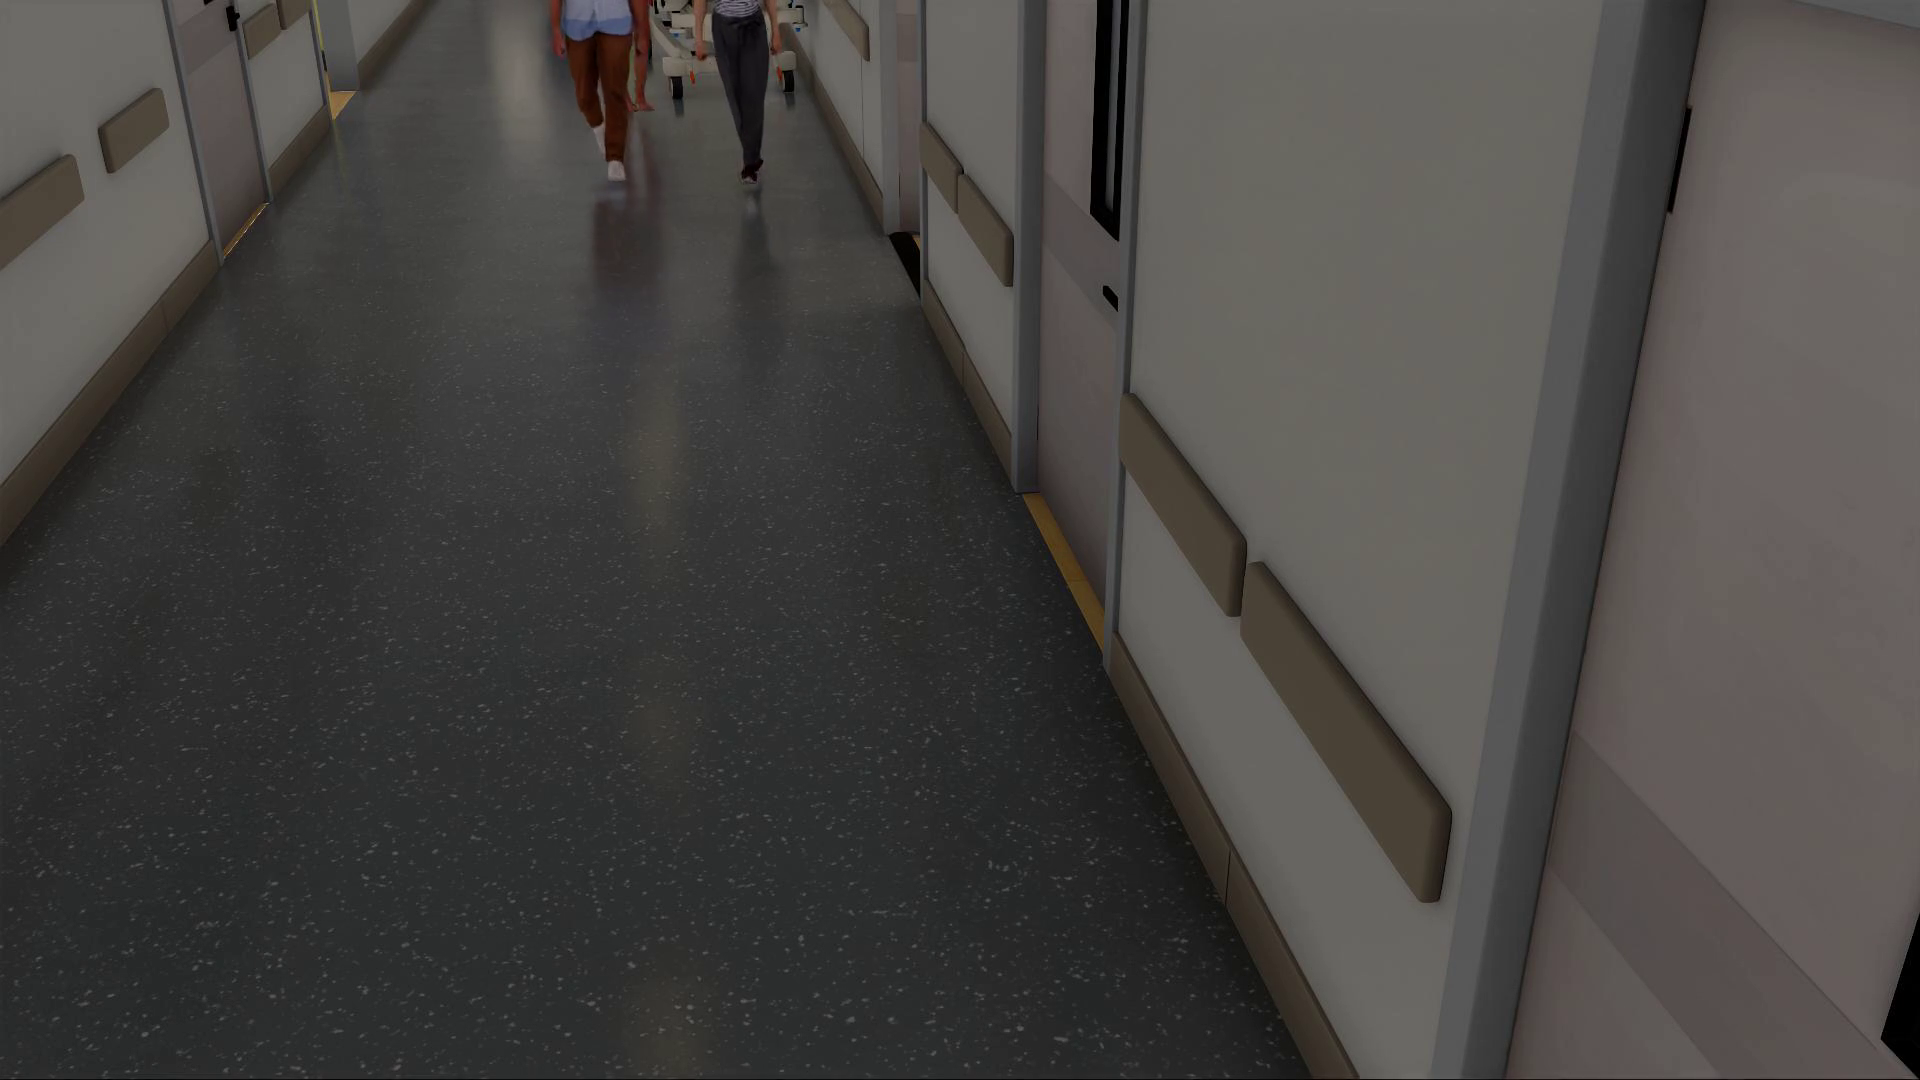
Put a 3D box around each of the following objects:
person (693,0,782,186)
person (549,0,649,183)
[{"bbox_3d":[-1.307,-3.016,9.948,0.932,1.704,0.814,1,26,2],"label":"person"},{"bbox_3d":[-2.185,-3.092,9.997,0.978,1.799,0.775,-5,26,-10],"label":"person"}]
